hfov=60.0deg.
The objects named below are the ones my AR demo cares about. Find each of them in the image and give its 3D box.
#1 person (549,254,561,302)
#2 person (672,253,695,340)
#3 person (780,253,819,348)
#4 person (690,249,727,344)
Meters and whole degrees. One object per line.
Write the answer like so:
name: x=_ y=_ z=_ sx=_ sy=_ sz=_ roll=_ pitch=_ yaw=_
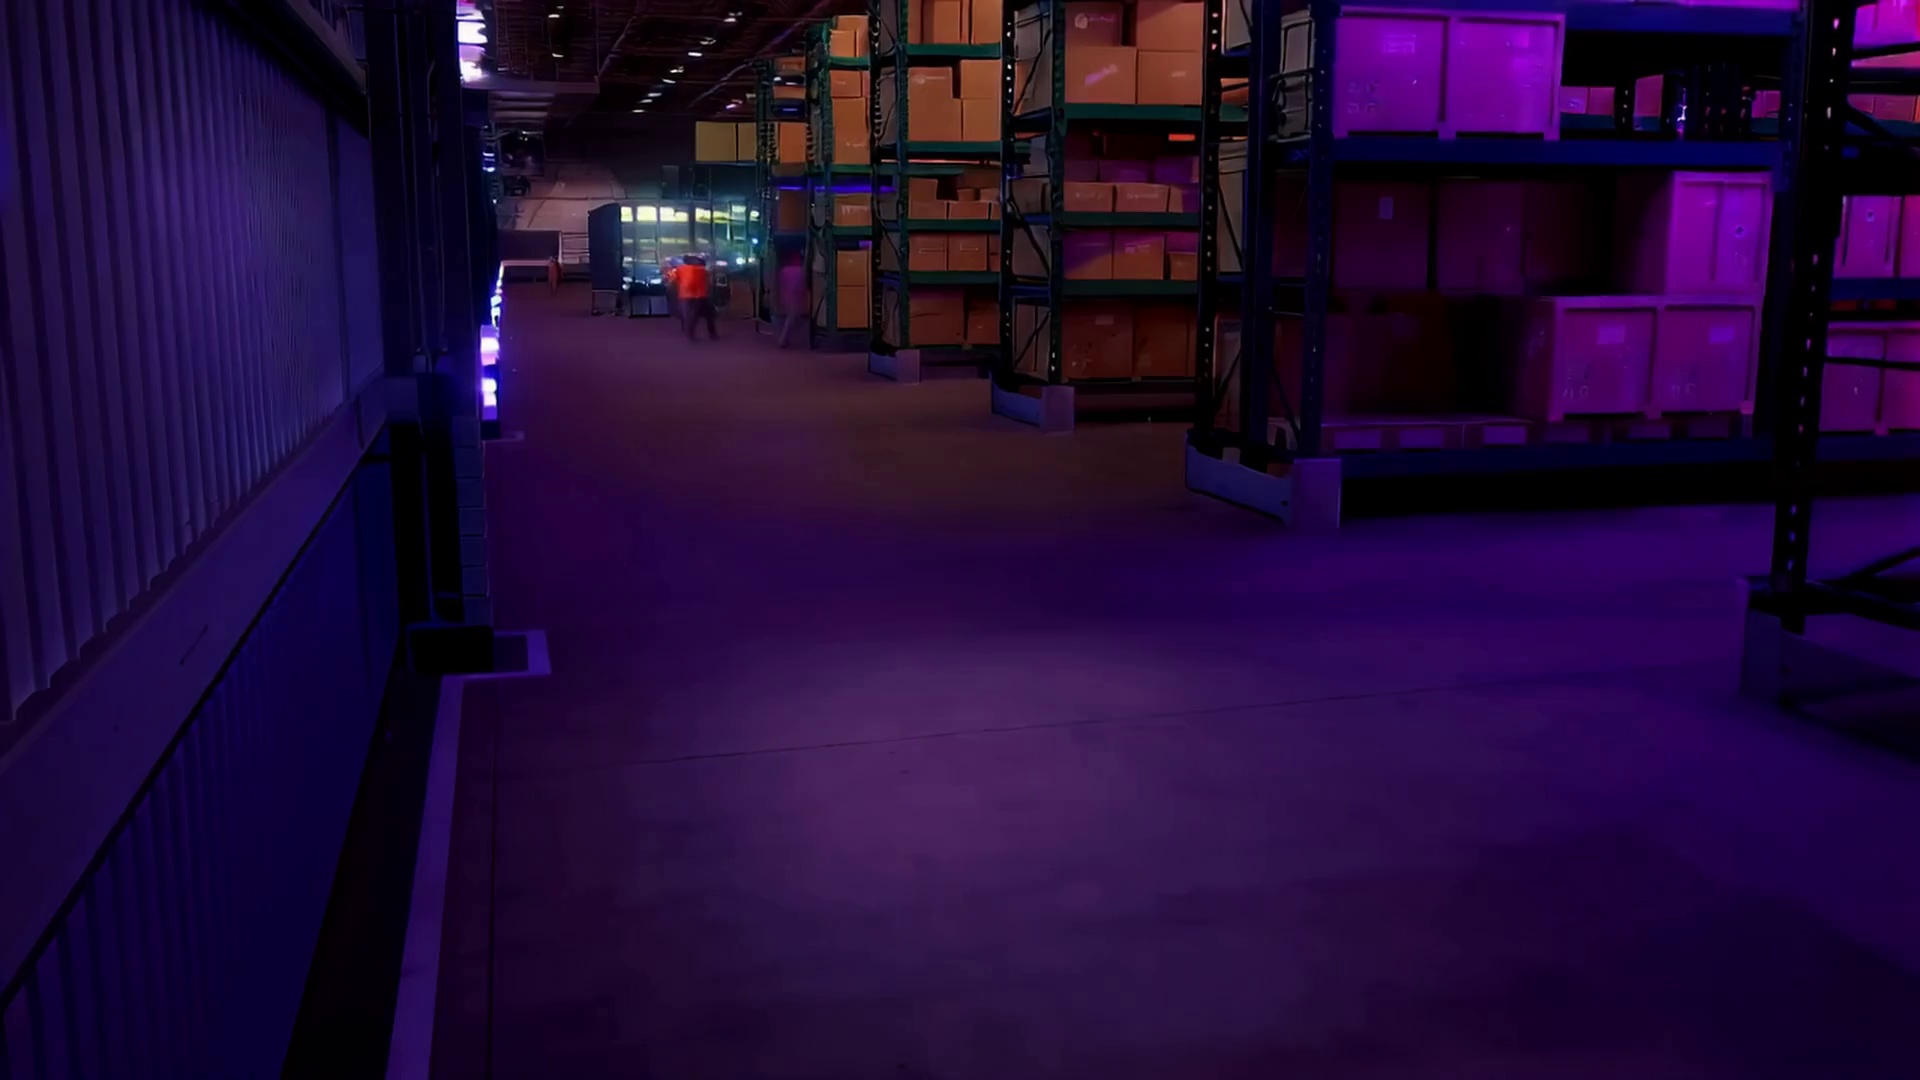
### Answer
person: x=-14.812 y=-9.565 z=60.729 sx=0.339 sy=1.747 sz=0.573 roll=5 pitch=11 yaw=26
person: x=-5.952 y=-5.296 z=36.189 sx=0.621 sy=1.895 sz=1.028 roll=-1 pitch=10 yaw=-7
person: x=-3.273 y=-4.813 z=33.462 sx=0.761 sy=1.878 sz=0.955 roll=8 pitch=13 yaw=38
person: x=-5.269 y=-5.060 z=34.625 sx=0.855 sy=1.953 sz=0.708 roll=3 pitch=10 yaw=14
